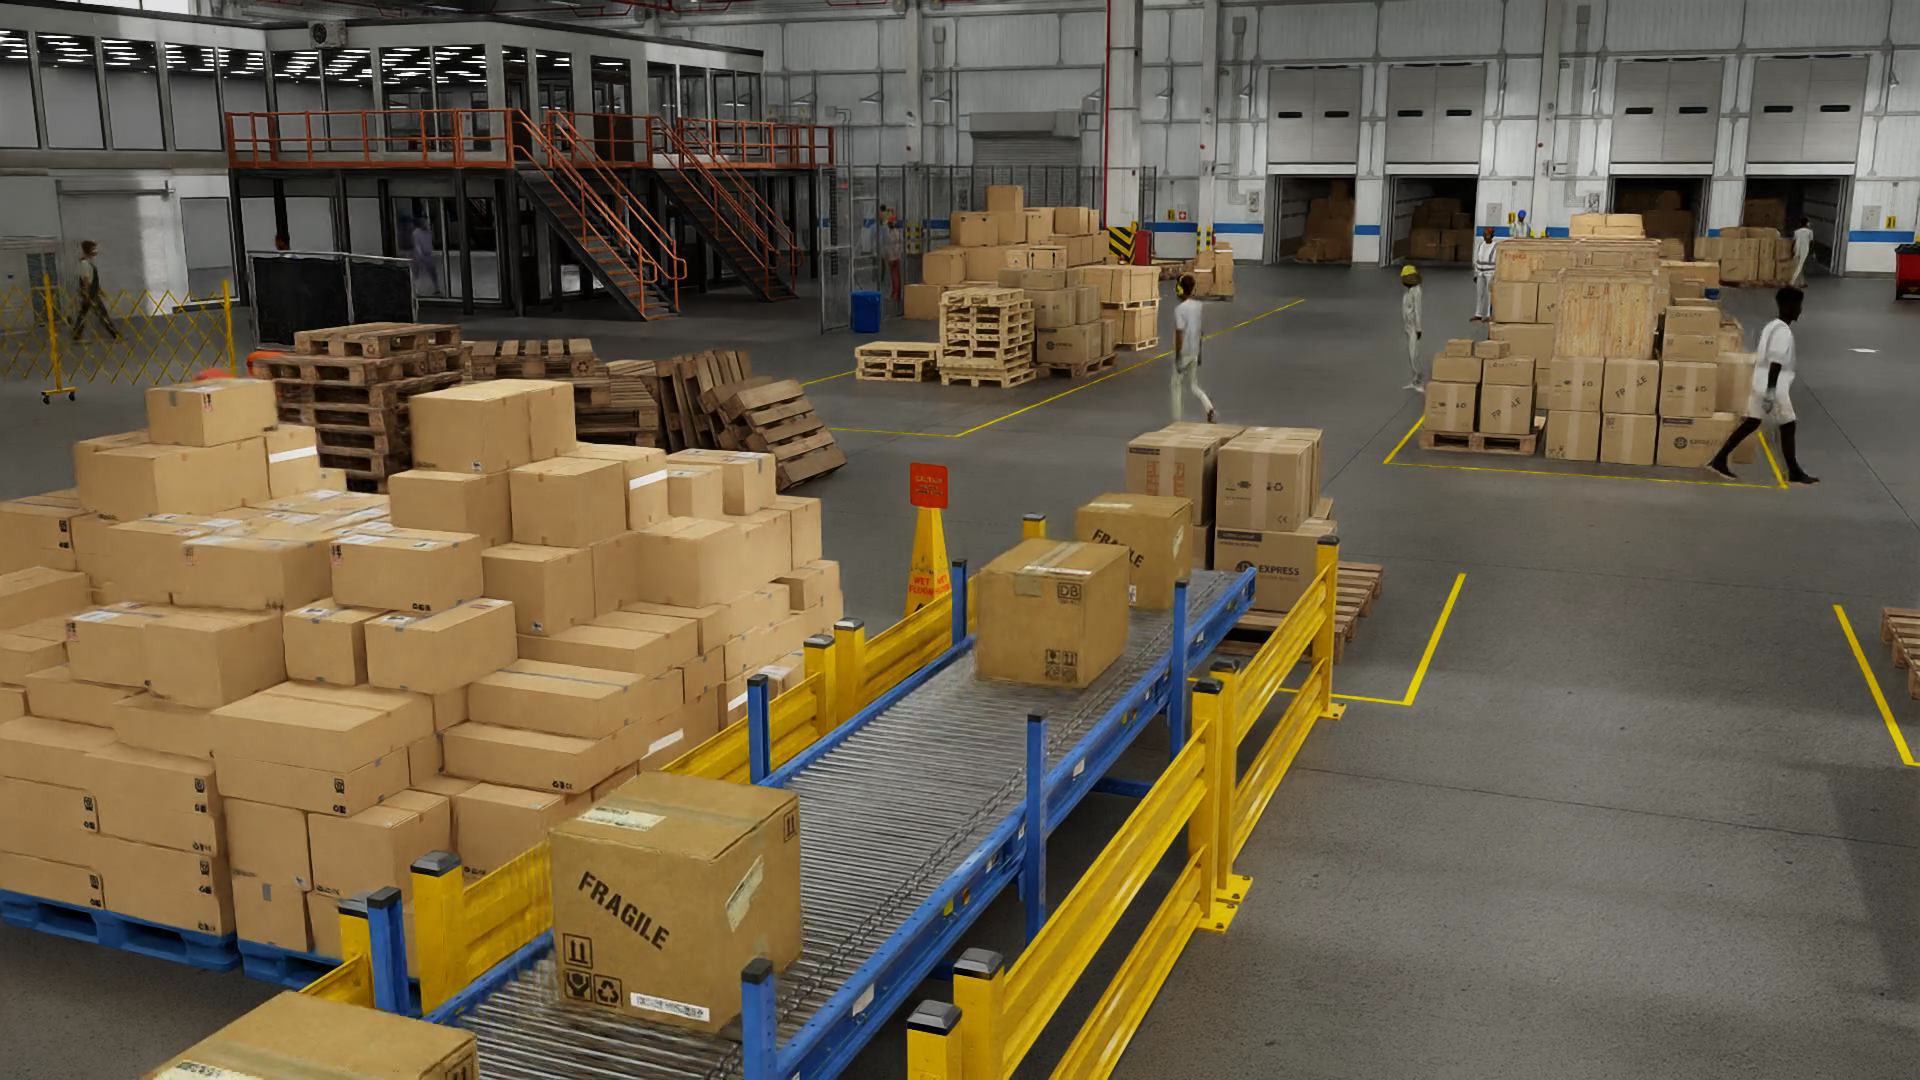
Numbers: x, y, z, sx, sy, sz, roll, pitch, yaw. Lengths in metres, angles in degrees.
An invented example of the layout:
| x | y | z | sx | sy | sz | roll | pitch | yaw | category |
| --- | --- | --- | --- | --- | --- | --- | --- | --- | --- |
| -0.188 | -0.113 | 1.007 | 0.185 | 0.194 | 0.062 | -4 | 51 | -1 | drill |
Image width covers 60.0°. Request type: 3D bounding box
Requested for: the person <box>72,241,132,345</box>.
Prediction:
| x | y | z | sx | sy | sz | roll | pitch | yaw | category |
| --- | --- | --- | --- | --- | --- | --- | --- | --- | --- |
| -15.013 | -4.284 | 28.857 | 0.962 | 1.795 | 0.539 | -6 | 14 | -25 | person |

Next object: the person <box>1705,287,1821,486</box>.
| x | y | z | sx | sy | sz | roll | pitch | yaw | category |
| --- | --- | --- | --- | --- | --- | --- | --- | --- | --- |
| 7.796 | -1.486 | 16.058 | 1.013 | 1.916 | 0.617 | 3 | 13 | 11 | person |

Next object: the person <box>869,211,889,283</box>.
| x | y | z | sx | sy | sz | roll | pitch | yaw | category |
| --- | --- | --- | --- | --- | --- | --- | --- | --- | --- |
| -2.178 | -7.817 | 44.452 | 0.555 | 1.900 | 0.803 | 2 | 13 | 7 | person |

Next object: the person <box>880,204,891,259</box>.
| x | y | z | sx | sy | sz | roll | pitch | yaw | category |
| --- | --- | --- | --- | --- | --- | --- | --- | --- | --- |
| -2.607 | -10.492 | 56.607 | 0.624 | 1.841 | 0.430 | -3 | 13 | -15 | person |

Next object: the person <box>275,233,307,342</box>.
| x | y | z | sx | sy | sz | roll | pitch | yaw | category |
| --- | --- | --- | --- | --- | --- | --- | --- | --- | --- |
| -11.811 | -4.438 | 29.315 | 0.608 | 1.909 | 0.431 | 9 | 16 | 36 | person |

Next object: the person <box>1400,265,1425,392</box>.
| x | y | z | sx | sy | sz | roll | pitch | yaw | category |
| --- | --- | --- | --- | --- | --- | --- | --- | --- | --- |
| 6.206 | -2.895 | 22.781 | 0.415 | 1.729 | 0.522 | 0 | 13 | -2 | person |

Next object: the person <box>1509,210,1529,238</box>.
| x | y | z | sx | sy | sz | roll | pitch | yaw | category |
| --- | --- | --- | --- | --- | --- | --- | --- | --- | --- |
| 15.018 | -7.891 | 44.703 | 0.604 | 1.942 | 0.402 | -4 | 13 | -17 | person |

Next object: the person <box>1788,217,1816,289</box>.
| x | y | z | sx | sy | sz | roll | pitch | yaw | category |
| --- | --- | --- | --- | --- | --- | --- | --- | --- | --- |
| 21.337 | -7.251 | 42.134 | 0.997 | 1.816 | 0.510 | -6 | 14 | -27 | person |

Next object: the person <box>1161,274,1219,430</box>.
| x | y | z | sx | sy | sz | roll | pitch | yaw | category |
| --- | --- | --- | --- | --- | --- | --- | --- | --- | --- |
| 2.646 | -2.113 | 19.006 | 0.530 | 1.849 | 0.701 | -10 | 16 | -38 | person |

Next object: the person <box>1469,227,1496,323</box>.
| x | y | z | sx | sy | sz | roll | pitch | yaw | category |
| --- | --- | --- | --- | --- | --- | --- | --- | --- | --- |
| 10.461 | -5.266 | 33.067 | 0.356 | 1.882 | 0.574 | -9 | 15 | -34 | person |

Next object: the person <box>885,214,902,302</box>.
| x | y | z | sx | sy | sz | roll | pitch | yaw | category |
| --- | --- | --- | --- | --- | --- | --- | --- | --- | --- |
| -1.522 | -6.469 | 38.199 | 0.375 | 1.997 | 0.612 | -3 | 13 | -13 | person |

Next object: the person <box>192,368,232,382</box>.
| x | y | z | sx | sy | sz | roll | pitch | yaw | category |
| --- | --- | --- | --- | --- | --- | --- | --- | --- | --- |
| -4.274 | -0.120 | 9.968 | 0.738 | 1.887 | 0.616 | -12 | 17 | -43 | person |
